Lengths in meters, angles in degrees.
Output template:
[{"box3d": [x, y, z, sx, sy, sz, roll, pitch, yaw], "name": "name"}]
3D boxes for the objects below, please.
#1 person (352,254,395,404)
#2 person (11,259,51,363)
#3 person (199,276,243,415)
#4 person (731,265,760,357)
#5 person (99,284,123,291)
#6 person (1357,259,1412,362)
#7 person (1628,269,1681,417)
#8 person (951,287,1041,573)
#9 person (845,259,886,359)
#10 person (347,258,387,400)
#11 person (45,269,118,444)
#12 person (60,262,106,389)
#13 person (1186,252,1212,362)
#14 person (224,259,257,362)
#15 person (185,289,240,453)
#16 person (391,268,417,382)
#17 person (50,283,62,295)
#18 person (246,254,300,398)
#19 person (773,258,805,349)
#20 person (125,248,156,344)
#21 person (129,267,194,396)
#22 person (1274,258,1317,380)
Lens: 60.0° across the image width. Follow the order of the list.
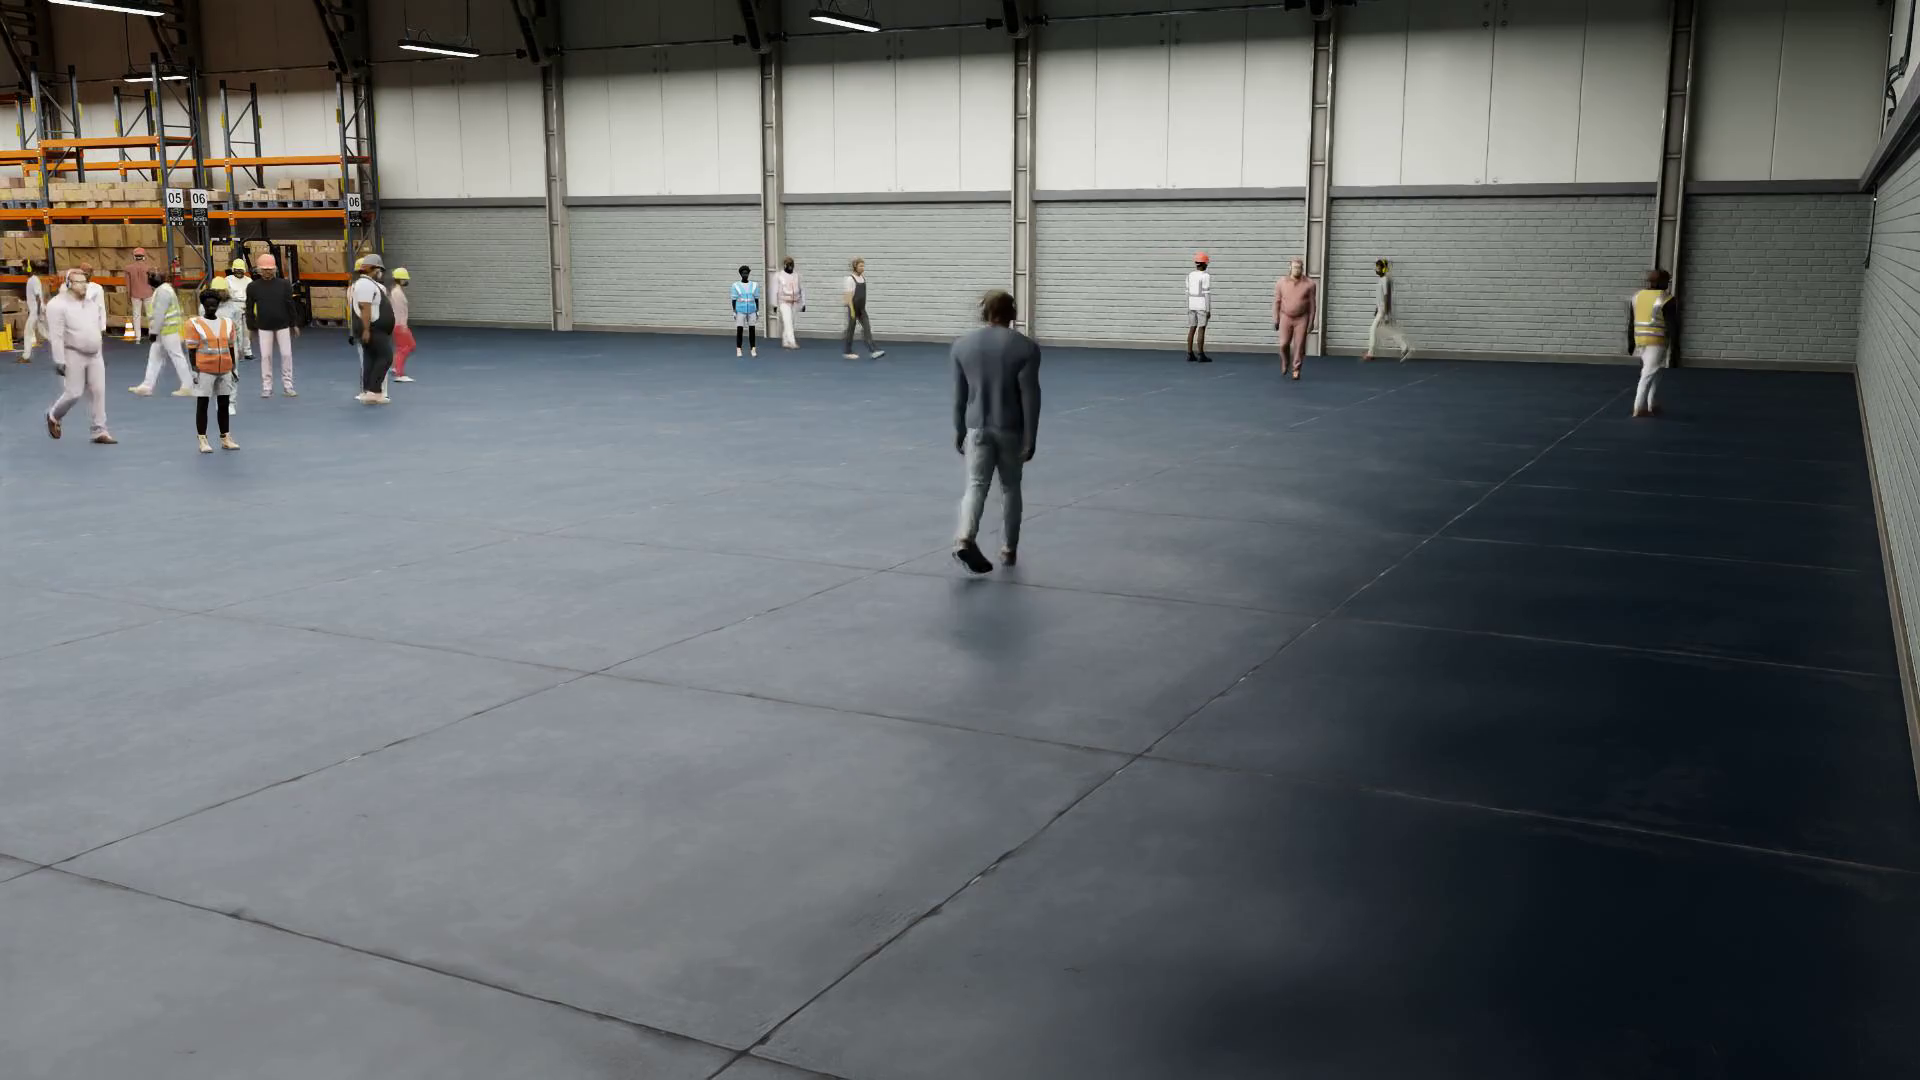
[{"box3d": [-7.774, -2.809, 22.061, 0.545, 2.000, 0.738, -4, 11, -21], "name": "person"}, {"box3d": [-16.238, -4.031, 29.302, 0.922, 1.842, 0.526, -5, 12, -27], "name": "person"}, {"box3d": [-9.283, -2.453, 20.950, 0.497, 1.729, 0.553, -4, 11, -21], "name": "person"}, {"box3d": [-3.954, -4.210, 30.664, 0.529, 1.689, 0.321, -4, 11, -20], "name": "person"}, {"box3d": [-20.386, -5.872, 39.979, 0.861, 1.589, 0.525, 6, 12, 30], "name": "person"}, {"box3d": [7.587, -4.071, 29.531, 0.892, 1.829, 0.541, 3, 11, 18], "name": "person"}, {"box3d": [8.687, -2.435, 20.629, 0.771, 1.812, 0.646, -4, 11, -22], "name": "person"}, {"box3d": [0.217, -0.724, 11.078, 0.632, 1.911, 0.856, 2, 11, 13], "name": "person"}, {"box3d": [-1.757, -4.150, 29.990, 0.918, 1.807, 0.547, 8, 13, 36], "name": "person"}, {"box3d": [-8.104, -2.879, 22.755, 0.367, 1.928, 0.584, 8, 13, 36], "name": "person"}, {"box3d": [-9.490, -1.966, 17.873, 0.707, 1.890, 0.654, 4, 11, 22], "name": "person"}, {"box3d": [-12.806, -3.127, 24.311, 0.610, 1.848, 0.471, -5, 11, -25], "name": "person"}, {"box3d": [4.256, -4.121, 29.497, 0.373, 1.934, 0.552, -8, 13, -36], "name": "person"}, {"box3d": [-12.807, -4.088, 29.630, 0.404, 1.823, 0.591, 7, 12, 32], "name": "person"}, {"box3d": [-7.752, -1.757, 17.271, 0.322, 1.693, 0.535, 8, 13, 38], "name": "person"}, {"box3d": [-8.529, -3.287, 25.471, 0.372, 1.745, 0.543, -3, 11, -16], "name": "person"}, {"box3d": [-21.662, -6.101, 40.444, 0.840, 1.873, 0.685, 5, 12, 27], "name": "person"}, {"box3d": [-9.515, -2.955, 23.036, 0.671, 1.981, 0.425, -6, 12, -28], "name": "person"}, {"box3d": [-3.407, -4.715, 33.120, 0.637, 1.805, 0.939, -6, 12, -30], "name": "person"}, {"box3d": [-16.889, -5.038, 34.373, 0.611, 1.986, 0.402, -4, 11, -20], "name": "person"}, {"box3d": [-11.167, -2.882, 23.121, 0.896, 1.799, 0.625, -6, 12, -31], "name": "person"}, {"box3d": [5.238, -3.462, 26.025, 0.647, 1.896, 0.529, 2, 11, 13], "name": "person"}]
